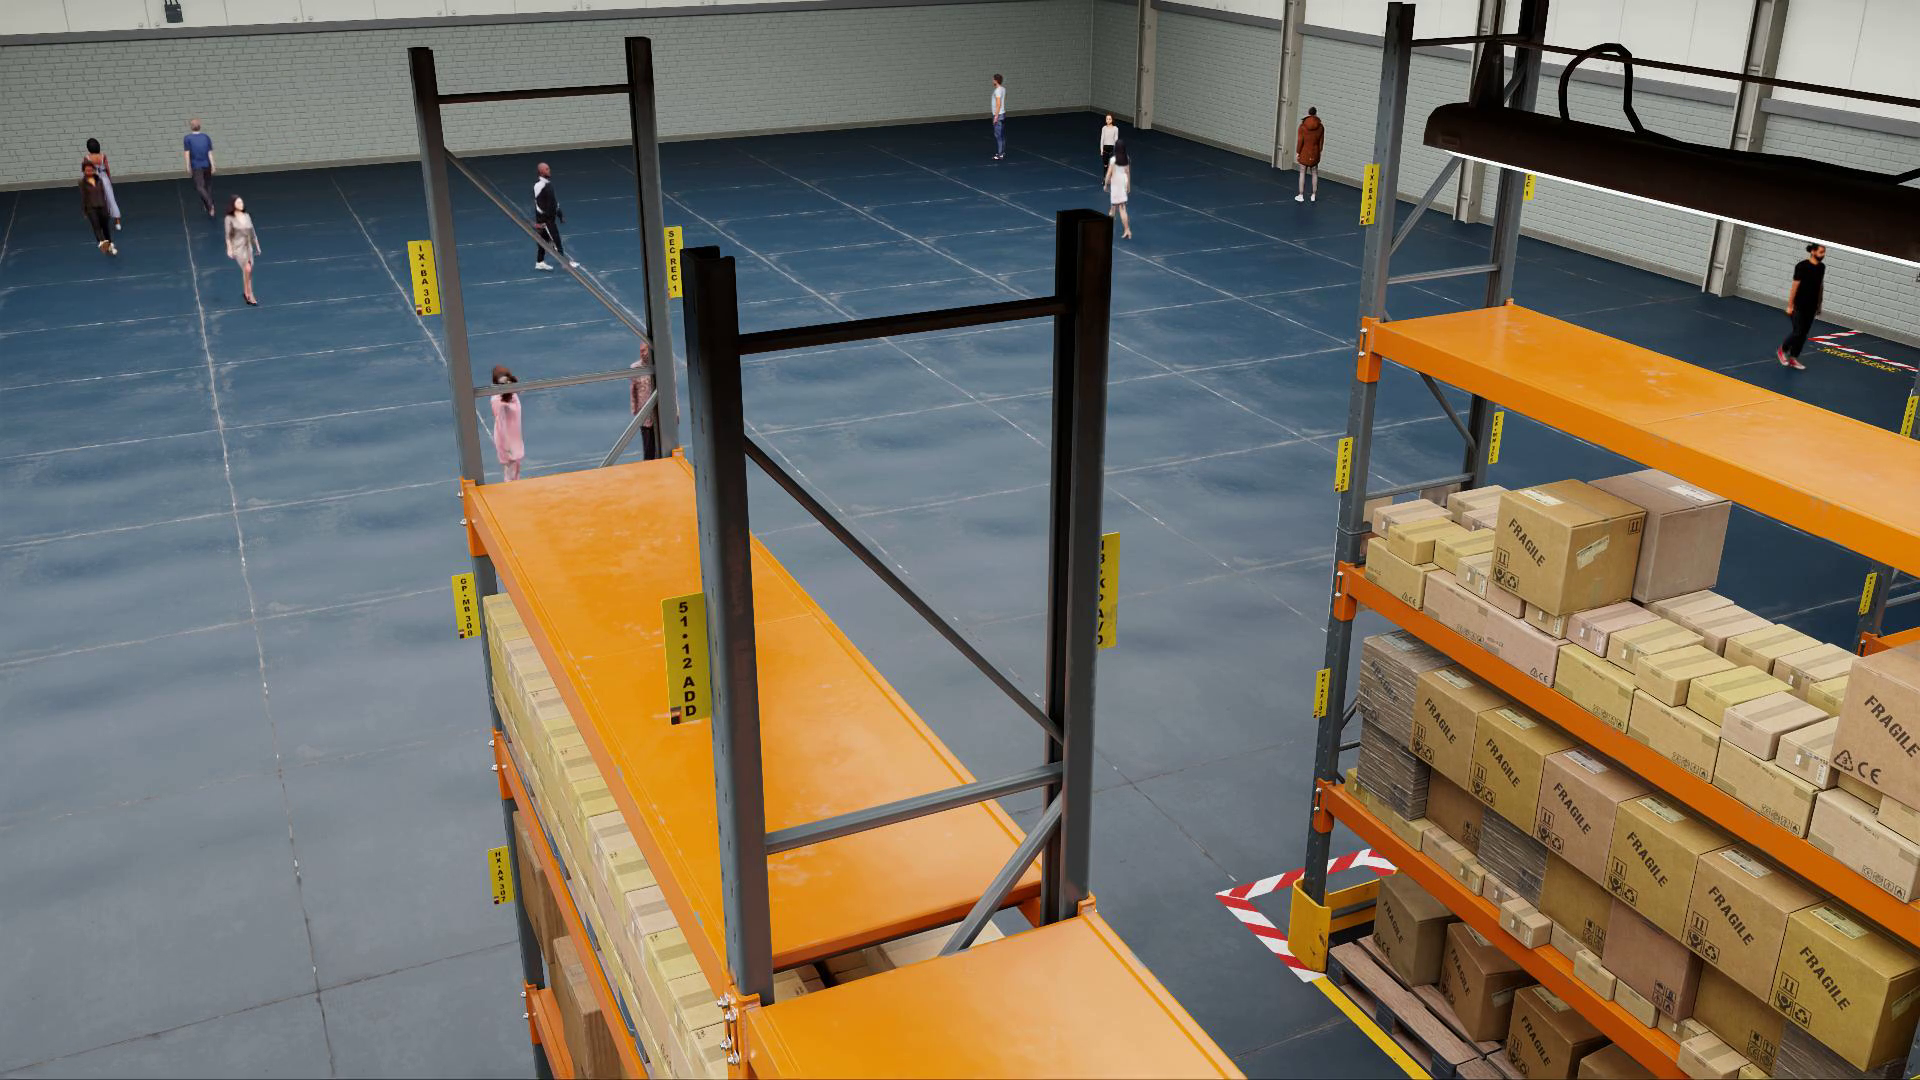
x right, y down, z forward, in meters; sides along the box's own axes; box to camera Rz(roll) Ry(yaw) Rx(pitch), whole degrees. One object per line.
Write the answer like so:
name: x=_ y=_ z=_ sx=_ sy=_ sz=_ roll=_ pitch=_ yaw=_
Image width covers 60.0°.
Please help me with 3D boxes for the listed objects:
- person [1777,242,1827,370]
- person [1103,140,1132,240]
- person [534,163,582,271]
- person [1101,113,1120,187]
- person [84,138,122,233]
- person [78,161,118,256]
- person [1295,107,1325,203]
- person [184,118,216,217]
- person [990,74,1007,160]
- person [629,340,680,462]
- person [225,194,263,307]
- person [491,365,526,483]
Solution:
person: x=11.486 y=-3.222 z=22.746 sx=0.679 sy=1.752 sz=0.678 roll=-8 pitch=24 yaw=-18
person: x=2.913 y=-6.271 z=29.934 sx=0.692 sy=1.737 sz=1.076 roll=-15 pitch=27 yaw=-31
person: x=-6.980 y=-5.373 z=27.744 sx=1.124 sy=1.799 sz=1.149 roll=4 pitch=23 yaw=9
person: x=3.129 y=-8.137 z=34.646 sx=0.593 sy=1.483 sz=0.657 roll=9 pitch=25 yaw=19
person: x=-15.832 y=-6.551 z=30.644 sx=0.638 sy=1.696 sz=0.610 roll=-20 pitch=30 yaw=-38
person: x=-14.758 y=-5.641 z=28.582 sx=0.783 sy=1.637 sz=1.110 roll=-17 pitch=28 yaw=-34
person: x=6.961 y=-7.689 z=33.141 sx=0.799 sy=1.837 sz=0.804 roll=-3 pitch=23 yaw=-6
person: x=-14.425 y=-7.063 z=31.661 sx=0.907 sy=1.842 sz=1.175 roll=-21 pitch=30 yaw=-40
person: x=0.888 y=-9.543 z=37.463 sx=0.762 sy=1.866 sz=0.688 roll=7 pitch=24 yaw=15
person: x=-3.342 y=-1.372 z=18.354 sx=0.901 sy=1.784 sz=1.133 roll=-2 pitch=23 yaw=-4
person: x=-11.153 y=-4.483 z=25.740 sx=0.815 sy=1.728 sz=0.768 roll=13 pitch=26 yaw=27
person: x=-4.779 y=-1.056 z=17.616 sx=0.846 sy=1.779 sz=0.685 roll=-5 pitch=23 yaw=-11
